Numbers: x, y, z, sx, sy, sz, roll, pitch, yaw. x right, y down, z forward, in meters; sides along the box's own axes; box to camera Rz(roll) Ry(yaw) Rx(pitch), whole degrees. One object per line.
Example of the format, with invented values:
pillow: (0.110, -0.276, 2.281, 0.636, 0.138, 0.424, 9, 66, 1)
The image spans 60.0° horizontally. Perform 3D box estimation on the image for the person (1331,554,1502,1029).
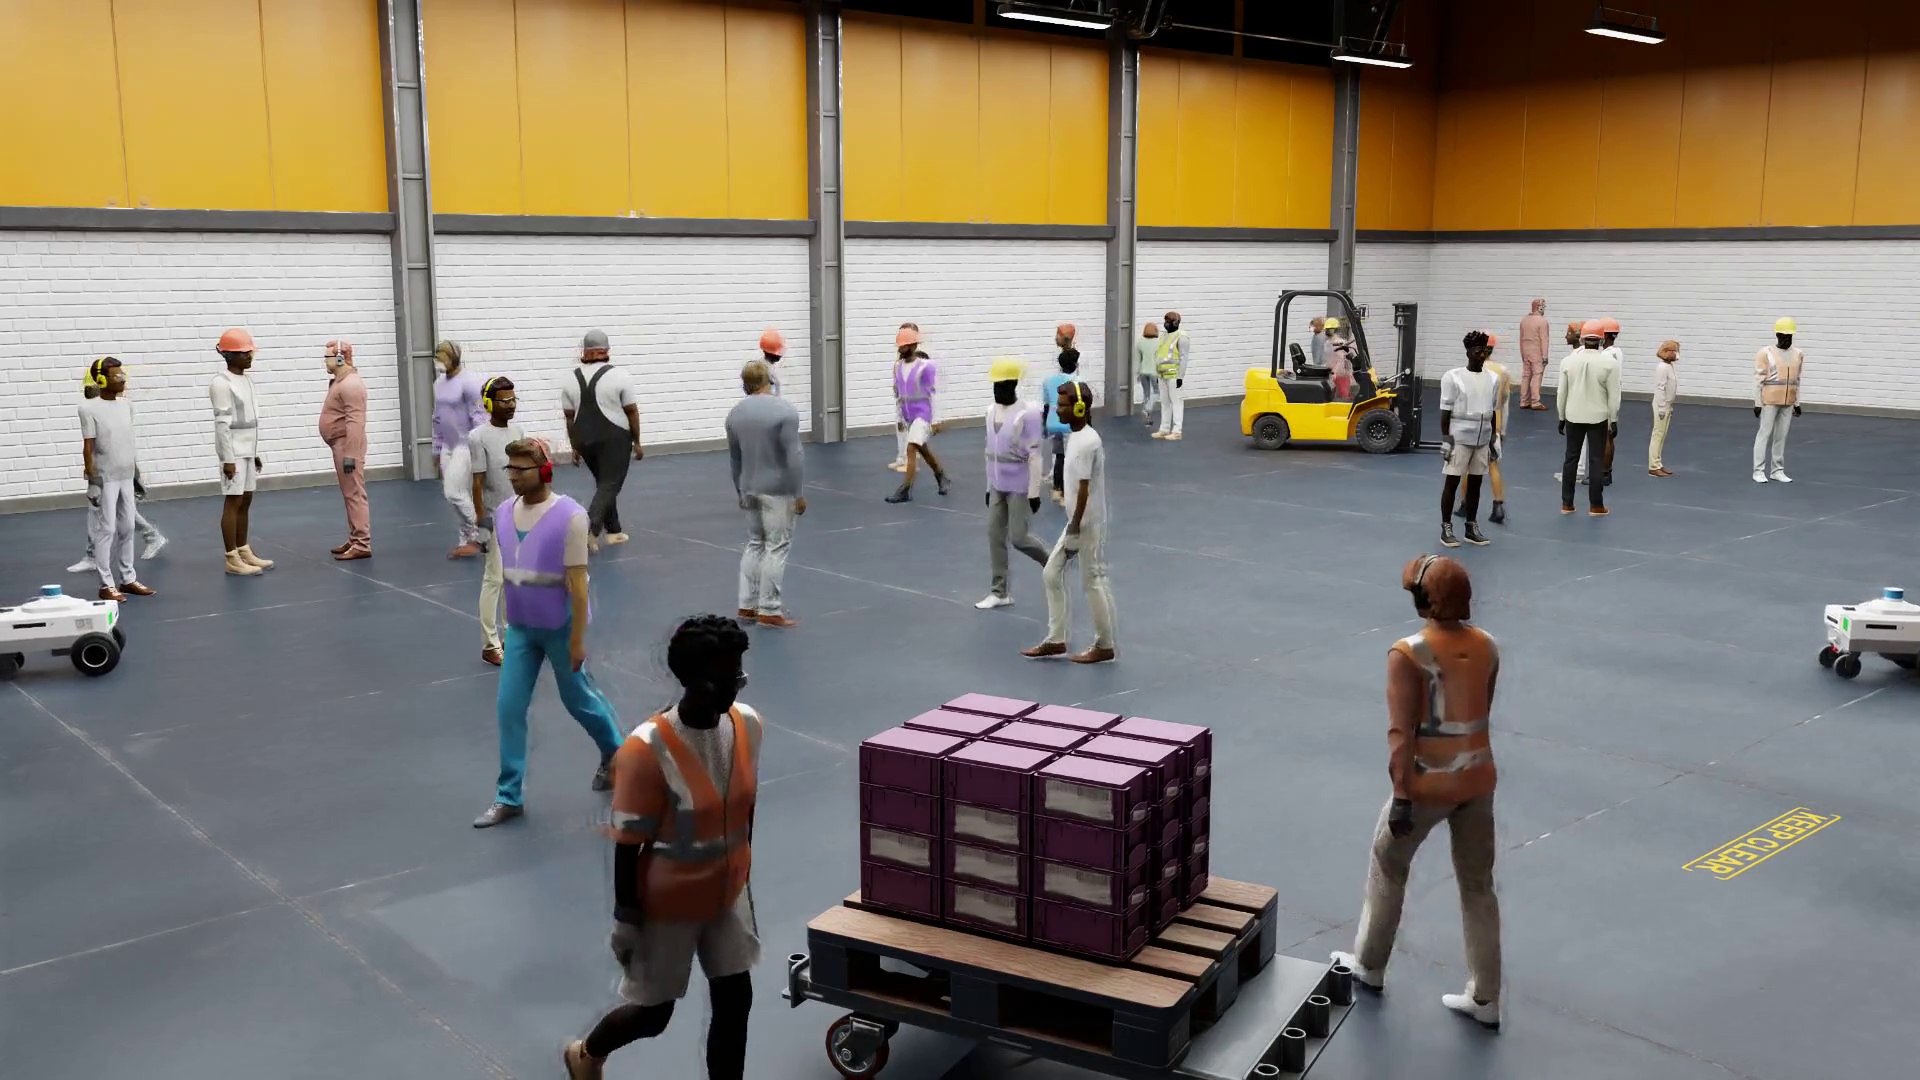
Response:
person: (1.624, 0.850, 5.820, 0.570, 1.603, 0.750, -5, 11, -29)

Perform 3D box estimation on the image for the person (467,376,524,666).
person: (-2.946, -0.126, 10.775, 0.317, 1.870, 0.531, 4, 10, 22)

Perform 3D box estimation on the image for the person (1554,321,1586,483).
person: (7.184, -1.608, 19.409, 0.337, 1.882, 0.585, 2, 10, 12)

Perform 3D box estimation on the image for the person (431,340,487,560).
person: (-4.359, -0.768, 14.383, 0.664, 1.919, 0.453, 9, 13, 42)

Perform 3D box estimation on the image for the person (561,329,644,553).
person: (-3.240, -0.914, 14.893, 0.685, 2.000, 0.962, 4, 10, 22)

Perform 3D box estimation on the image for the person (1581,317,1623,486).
person: (7.406, -1.589, 19.141, 0.354, 1.939, 0.545, 6, 11, 32)

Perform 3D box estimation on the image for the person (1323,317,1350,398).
person: (5.695, -2.501, 25.121, 0.915, 1.722, 0.523, -6, 11, -29)

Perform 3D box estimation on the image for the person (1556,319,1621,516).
person: (6.384, -1.237, 16.903, 0.622, 1.996, 0.370, 7, 12, 37)

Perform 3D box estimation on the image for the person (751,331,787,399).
person: (-1.974, -1.187, 16.966, 0.400, 1.886, 0.677, -3, 10, -17)

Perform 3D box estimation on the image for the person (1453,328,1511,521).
person: (5.201, -1.134, 16.578, 0.551, 1.952, 0.509, -1, 10, -7)

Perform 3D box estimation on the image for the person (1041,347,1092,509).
person: (1.150, -1.169, 17.396, 0.556, 1.683, 0.483, 7, 12, 34)

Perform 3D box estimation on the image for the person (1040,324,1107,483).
person: (1.310, -1.577, 19.296, 0.724, 1.864, 0.590, 1, 10, 6)

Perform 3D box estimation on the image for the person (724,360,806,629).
person: (-1.393, -0.301, 11.777, 0.669, 1.914, 0.368, 8, 12, 39)

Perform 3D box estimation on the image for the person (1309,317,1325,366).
person: (6.084, -3.006, 28.424, 0.777, 1.587, 0.522, -1, 10, -9)

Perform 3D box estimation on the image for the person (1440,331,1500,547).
person: (4.639, -0.920, 15.141, 0.600, 1.967, 0.368, -3, 10, -17)

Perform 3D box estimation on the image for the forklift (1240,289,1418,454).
forklift: (5.034, -2.339, 22.783, 2.313, 2.155, 1.214, 3, 10, 16)

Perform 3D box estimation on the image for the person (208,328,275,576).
person: (-5.958, -0.730, 13.806, 0.394, 2.044, 0.609, 0, 10, -1)

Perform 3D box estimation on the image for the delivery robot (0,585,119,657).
delivery robot: (-5.730, 0.527, 10.526, 0.707, 0.478, 0.477, -4, 11, -22)

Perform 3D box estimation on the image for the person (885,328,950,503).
person: (-0.427, -1.370, 18.060, 0.554, 1.887, 1.021, 9, 13, 42)

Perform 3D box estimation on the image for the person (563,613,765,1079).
person: (-0.858, 0.997, 4.806, 0.683, 1.667, 0.545, 8, 12, 39)

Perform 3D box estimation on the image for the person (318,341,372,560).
person: (-5.368, -0.782, 14.513, 0.407, 1.906, 0.655, -4, 11, -23)

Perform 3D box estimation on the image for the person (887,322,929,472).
person: (-0.614, -1.745, 20.379, 0.439, 1.833, 0.655, -4, 11, -24)

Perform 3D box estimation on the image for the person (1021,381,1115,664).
person: (0.678, -0.097, 10.678, 0.749, 1.841, 0.572, -1, 10, -4)

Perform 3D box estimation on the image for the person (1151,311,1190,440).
person: (3.026, -2.365, 23.978, 0.429, 1.843, 0.636, -5, 11, -28)

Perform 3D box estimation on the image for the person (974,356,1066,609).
person: (0.444, -0.436, 12.483, 0.678, 1.907, 0.592, -7, 12, -37)

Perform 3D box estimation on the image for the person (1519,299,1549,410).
person: (9.887, -3.179, 28.542, 0.409, 1.906, 0.651, -3, 10, -19)

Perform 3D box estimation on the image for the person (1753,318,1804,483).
person: (9.537, -1.622, 19.367, 0.595, 1.925, 0.374, -2, 10, -11)

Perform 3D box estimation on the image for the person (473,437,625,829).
person: (-1.934, 0.396, 7.918, 0.582, 1.812, 0.910, 5, 11, 28)

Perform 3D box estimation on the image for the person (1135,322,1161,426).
person: (2.927, -2.555, 25.700, 0.529, 1.618, 0.430, 6, 11, 31)

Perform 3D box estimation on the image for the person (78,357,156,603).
person: (-6.467, -0.464, 12.751, 0.315, 1.872, 0.533, 3, 10, 16)

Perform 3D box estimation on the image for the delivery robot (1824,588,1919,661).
delivery robot: (5.826, 0.542, 10.417, 0.707, 0.478, 0.477, 2, 9, 7)

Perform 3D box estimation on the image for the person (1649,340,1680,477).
person: (8.464, -1.578, 19.973, 0.285, 1.632, 0.498, 6, 11, 32)

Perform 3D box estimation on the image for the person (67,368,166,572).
person: (-7.216, -0.624, 14.136, 0.803, 1.713, 0.492, -8, 12, -39)
